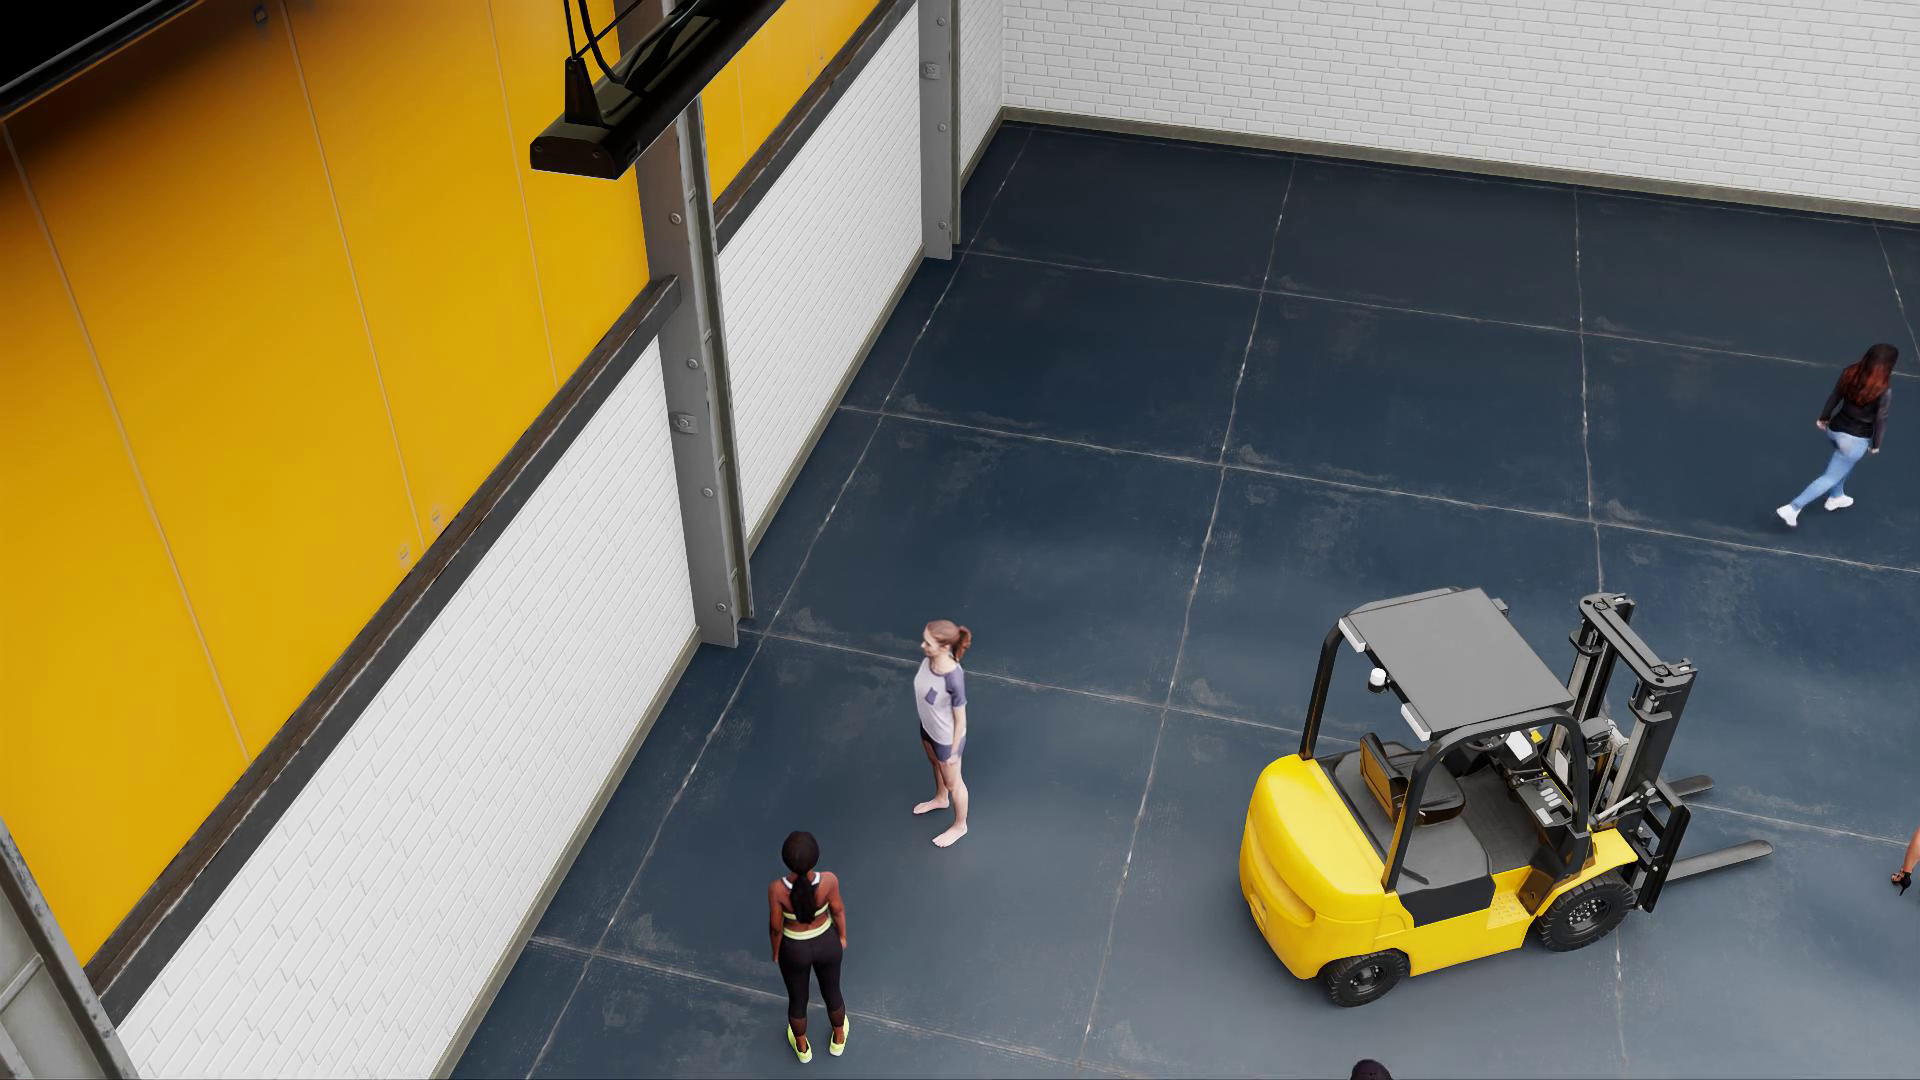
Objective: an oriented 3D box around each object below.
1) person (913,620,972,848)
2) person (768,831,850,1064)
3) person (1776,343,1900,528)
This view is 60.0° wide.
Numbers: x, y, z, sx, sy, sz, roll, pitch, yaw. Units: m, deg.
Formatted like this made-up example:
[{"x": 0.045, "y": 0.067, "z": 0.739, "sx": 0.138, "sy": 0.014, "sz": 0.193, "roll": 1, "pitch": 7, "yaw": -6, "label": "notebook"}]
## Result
[{"x": -0.103, "y": 1.175, "z": 10.335, "sx": 0.733, "sy": 1.766, "sz": 0.661, "roll": -16, "pitch": 41, "yaw": -19, "label": "person"}, {"x": -0.818, "y": 2.221, "z": 9.034, "sx": 0.641, "sy": 1.754, "sz": 0.648, "roll": -8, "pitch": 39, "yaw": -10, "label": "person"}, {"x": 6.836, "y": -0.783, "z": 12.922, "sx": 1.097, "sy": 1.597, "sz": 1.124, "roll": -12, "pitch": 40, "yaw": -14, "label": "person"}]
